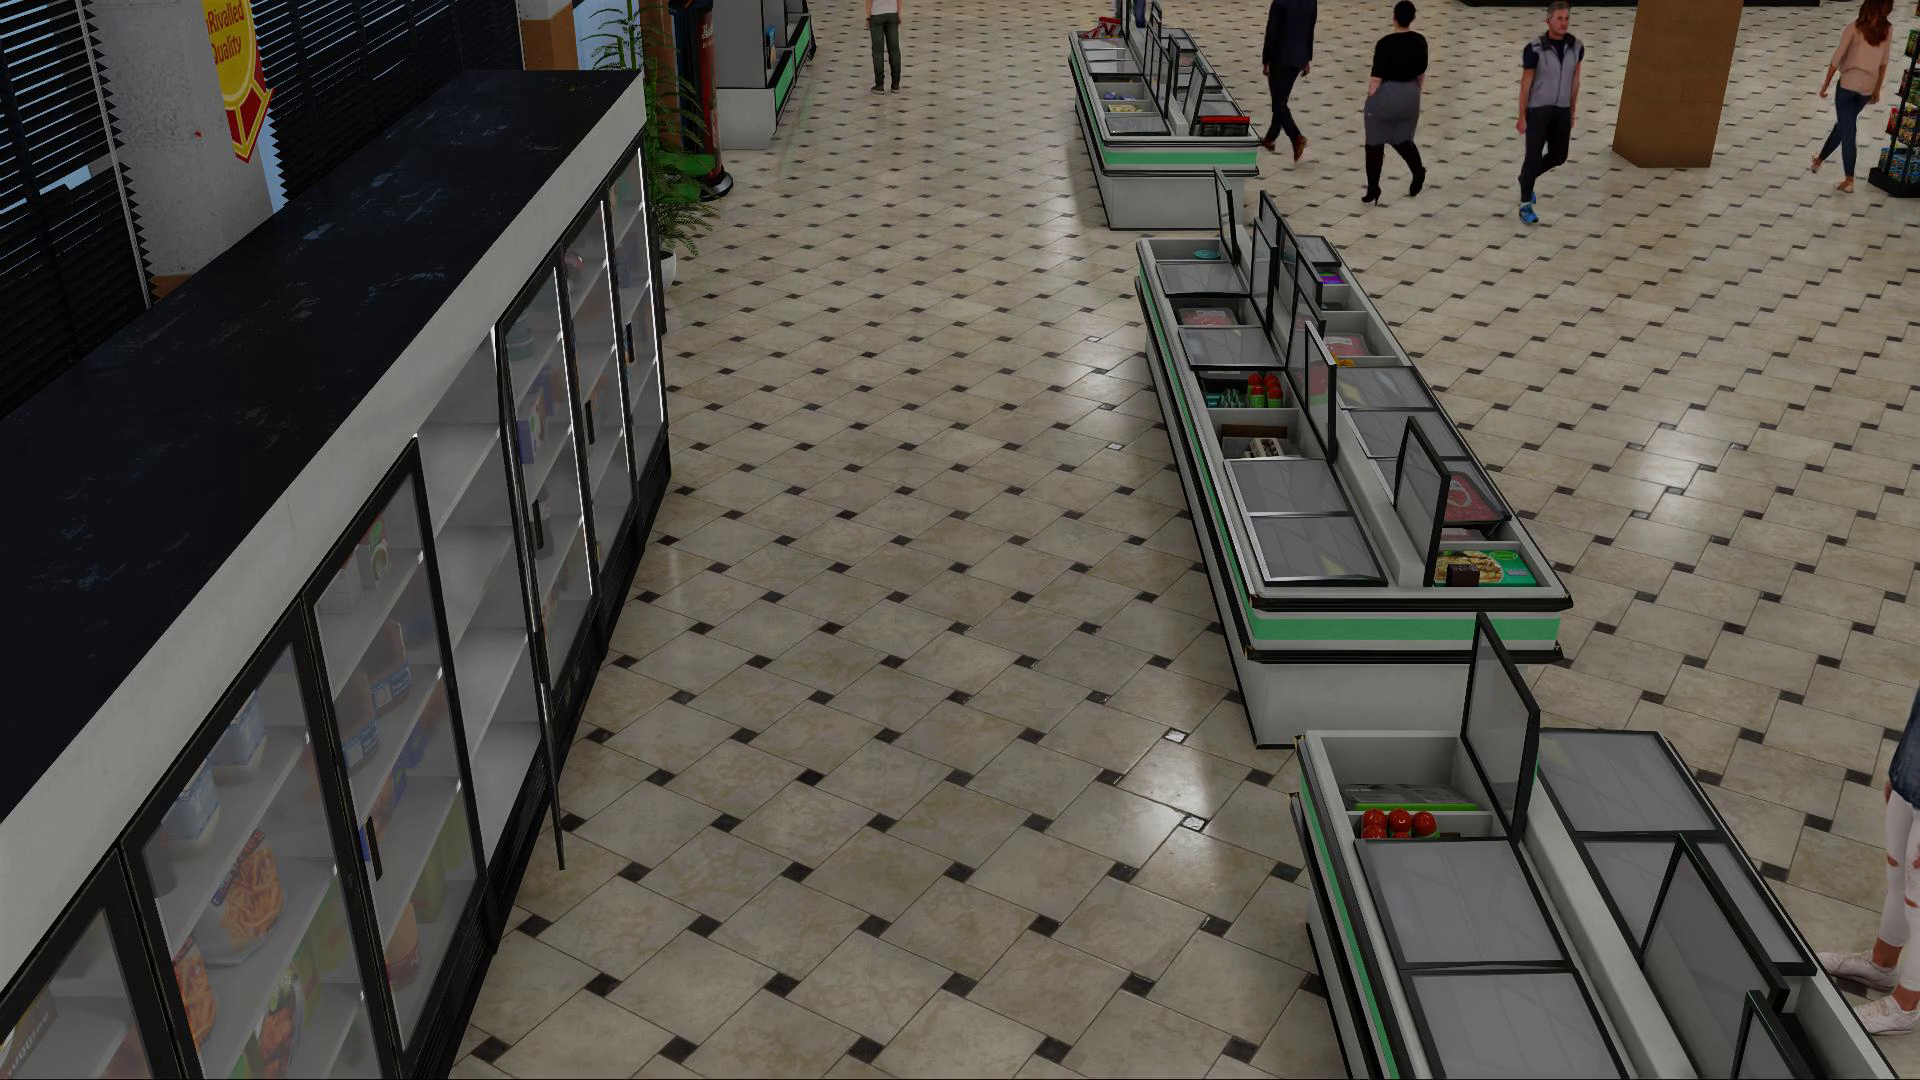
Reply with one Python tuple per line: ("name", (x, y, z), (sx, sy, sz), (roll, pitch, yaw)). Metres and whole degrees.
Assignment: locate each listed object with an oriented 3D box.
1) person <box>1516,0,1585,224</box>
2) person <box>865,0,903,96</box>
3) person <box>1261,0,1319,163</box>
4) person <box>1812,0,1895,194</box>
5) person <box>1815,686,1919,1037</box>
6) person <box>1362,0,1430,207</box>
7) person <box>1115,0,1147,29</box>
("person", (4.891, -3.609, 14.009), (0.801, 1.812, 0.891), (-6, 27, -11))
("person", (-0.854, -5.854, 18.611), (0.648, 1.654, 0.632), (-9, 28, -16))
("person", (3.156, -4.527, 15.840), (1.020, 1.793, 1.246), (-13, 30, -23))
("person", (7.971, -3.938, 14.755), (0.649, 1.724, 1.103), (0, 27, 1))
("person", (3.152, 0.850, 5.338), (0.718, 1.702, 0.531), (6, 28, 12))
("person", (3.777, -3.688, 14.250), (0.845, 1.735, 1.051), (-9, 28, -17))
("person", (2.183, -6.873, 20.410), (0.954, 1.843, 1.053), (14, 30, 25))
